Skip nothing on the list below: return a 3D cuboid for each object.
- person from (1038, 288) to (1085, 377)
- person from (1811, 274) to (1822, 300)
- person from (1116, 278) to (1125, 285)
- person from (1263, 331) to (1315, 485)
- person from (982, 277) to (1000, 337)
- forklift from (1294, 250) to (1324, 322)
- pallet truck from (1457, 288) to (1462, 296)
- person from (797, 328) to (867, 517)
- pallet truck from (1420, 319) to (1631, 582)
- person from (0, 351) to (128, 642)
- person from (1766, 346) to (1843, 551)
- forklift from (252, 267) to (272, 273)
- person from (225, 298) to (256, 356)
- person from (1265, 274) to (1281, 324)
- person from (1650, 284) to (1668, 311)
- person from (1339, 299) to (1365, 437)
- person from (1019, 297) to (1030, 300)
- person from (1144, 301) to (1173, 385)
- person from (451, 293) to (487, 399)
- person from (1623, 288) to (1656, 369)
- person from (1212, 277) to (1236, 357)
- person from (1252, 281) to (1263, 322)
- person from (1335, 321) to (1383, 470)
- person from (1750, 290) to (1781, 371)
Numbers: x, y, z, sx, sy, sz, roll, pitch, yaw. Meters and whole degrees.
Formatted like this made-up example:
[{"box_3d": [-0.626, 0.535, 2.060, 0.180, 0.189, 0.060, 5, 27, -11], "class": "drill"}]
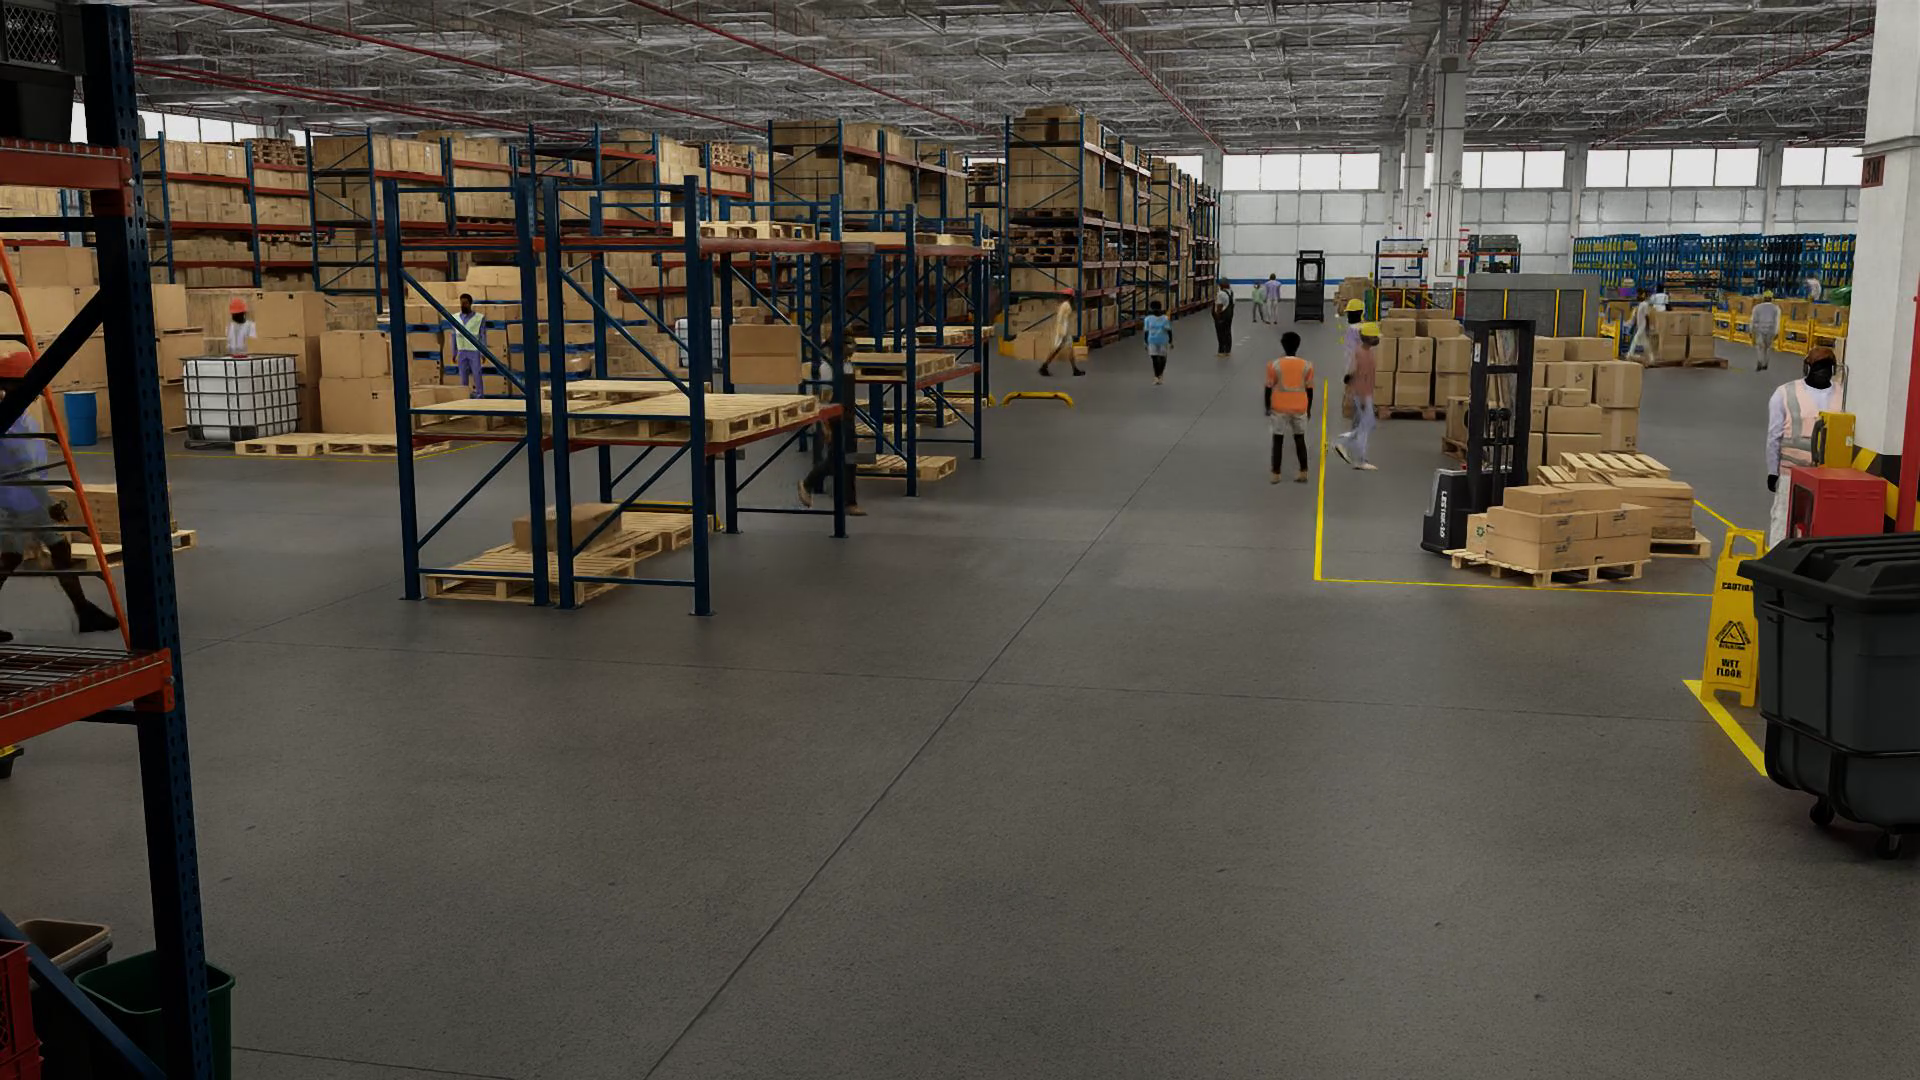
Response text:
[{"box_3d": [2.141, -4.372, 35.081, 0.990, 1.886, 0.595, -3, 10, -18], "class": "person"}, {"box_3d": [36.496, -10.390, 70.750, 0.980, 1.851, 0.674, 5, 11, 25], "class": "person"}, {"box_3d": [8.193, -12.893, 85.305, 0.401, 1.949, 0.605, -6, 11, -31], "class": "person"}, {"box_3d": [3.605, -1.442, 18.270, 0.544, 1.689, 0.379, -1, 10, -6], "class": "person"}, {"box_3d": [0.978, -7.336, 52.569, 0.653, 1.914, 0.403, -5, 11, -28], "class": "person"}, {"box_3d": [13.778, -10.002, 65.433, 1.129, 2.768, 1.873, 2, 10, 12], "class": "forklift"}, {"box_3d": [20.506, -9.785, 68.819, 0.653, 1.274, 1.630, 2, 10, 12], "class": "pallet truck"}, {"box_3d": [-1.230, -1.137, 16.068, 0.664, 1.823, 0.523, 7, 12, 37], "class": "person"}, {"box_3d": [4.543, -0.757, 13.299, 0.823, 1.965, 1.885, -4, 10, -22], "class": "pallet truck"}, {"box_3d": [-6.047, -0.272, 10.776, 0.962, 1.892, 0.556, -3, 10, -19], "class": "person"}, {"box_3d": [6.252, -0.498, 12.228, 0.621, 1.845, 0.429, 1, 10, 7], "class": "person"}, {"box_3d": [-24.612, -8.833, 58.511, 1.129, 2.768, 1.873, 2, 10, 12], "class": "forklift"}, {"box_3d": [-10.398, -2.539, 24.123, 0.582, 1.902, 0.582, 3, 10, 19], "class": "person"}, {"box_3d": [11.925, -9.208, 63.518, 0.632, 1.940, 0.372, -1, 10, -7], "class": "person"}, {"box_3d": [22.601, -7.426, 53.740, 0.538, 1.669, 0.719, 2, 10, 11], "class": "person"}, {"box_3d": [5.495, -2.384, 23.141, 0.388, 1.926, 0.590, 7, 12, 36], "class": "person"}, {"box_3d": [2.161, -7.468, 53.920, 0.535, 1.700, 0.318, -5, 11, -27], "class": "person"}, {"box_3d": [3.933, -3.892, 32.877, 0.590, 1.661, 0.561, 2, 10, 11], "class": "person"}, {"box_3d": [-8.046, -3.076, 27.264, 0.596, 1.918, 0.385, 1, 10, 7], "class": "person"}, {"box_3d": [15.297, -4.759, 37.532, 0.981, 1.820, 0.516, 2, 10, 14], "class": "person"}, {"box_3d": [6.684, -5.696, 42.416, 0.536, 2.000, 0.688, 9, 13, 42], "class": "person"}, {"box_3d": [11.709, -9.358, 65.369, 0.505, 1.611, 0.548, 6, 11, 30], "class": "person"}, {"box_3d": [4.733, -1.698, 19.582, 0.442, 1.750, 0.544, 3, 10, 15], "class": "person"}, {"box_3d": [17.891, -4.653, 36.965, 0.582, 1.801, 0.797, 3, 10, 20], "class": "person"}]
